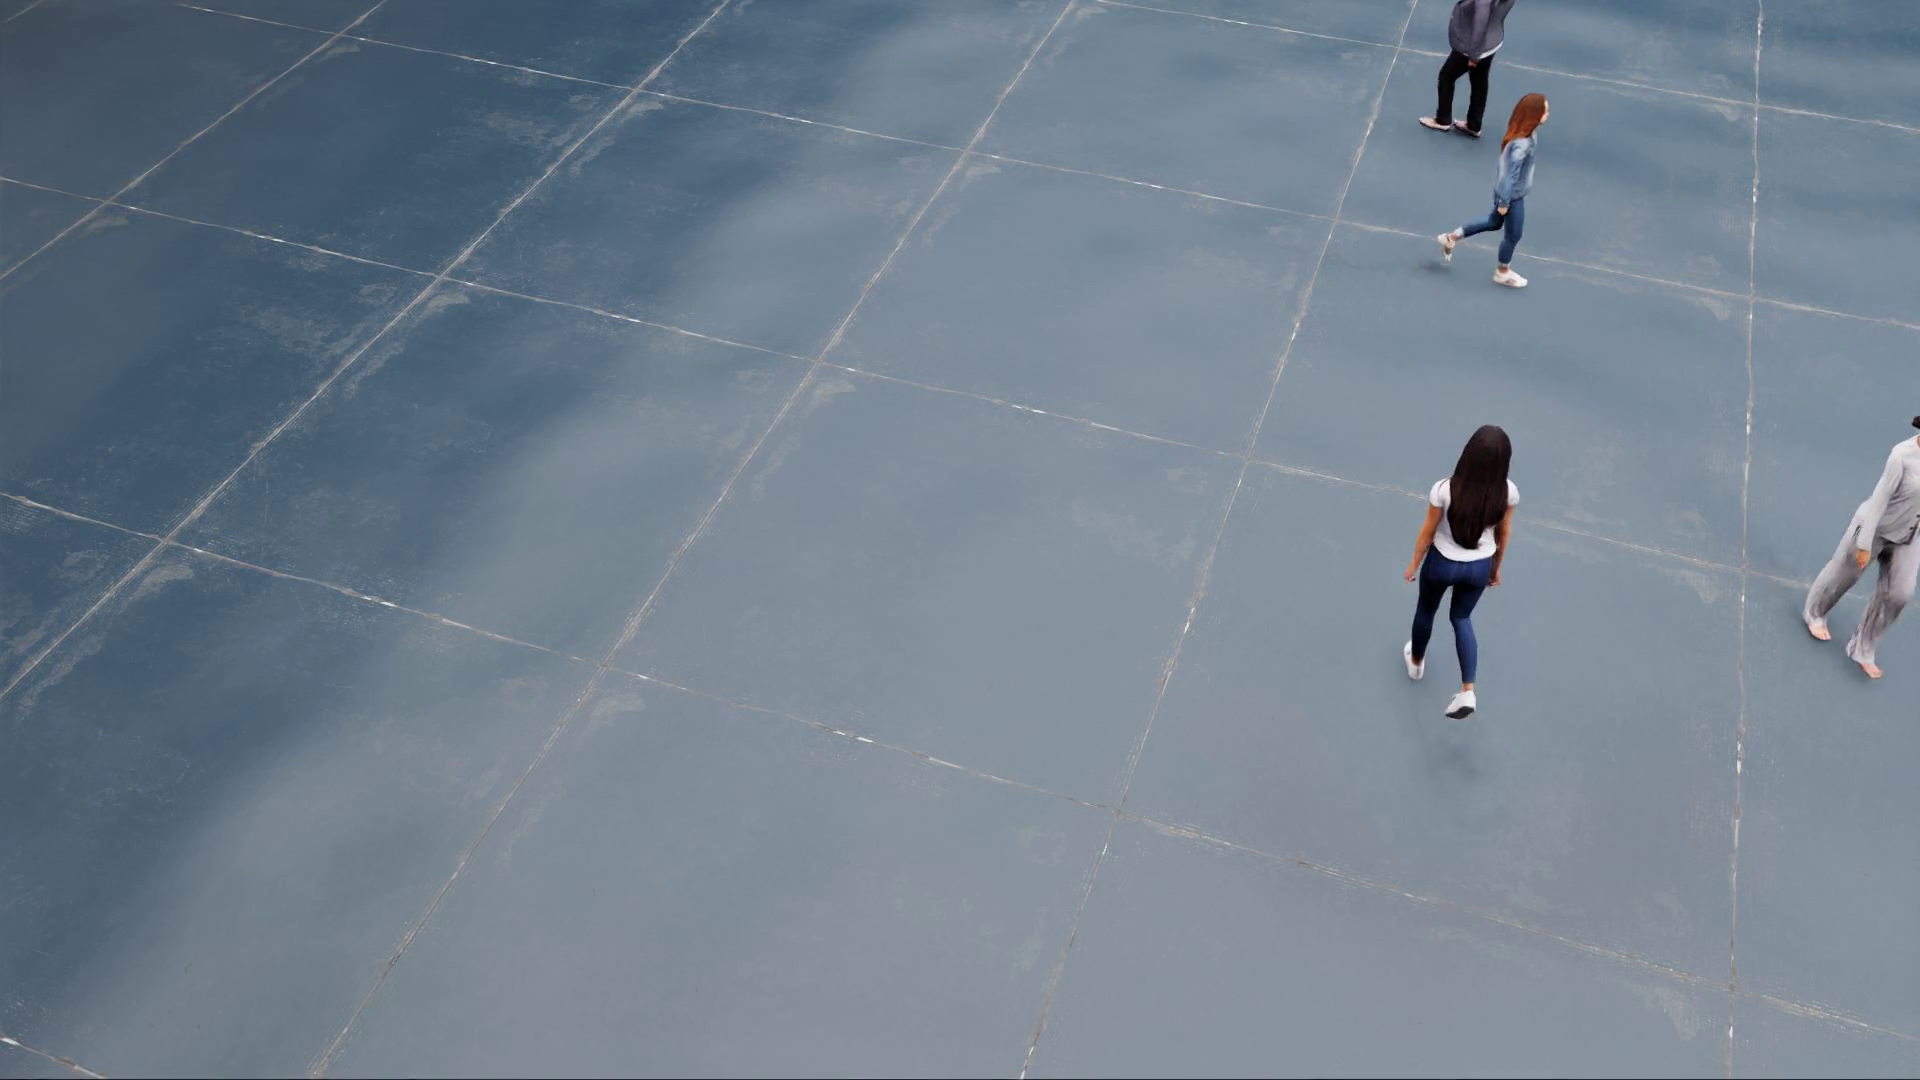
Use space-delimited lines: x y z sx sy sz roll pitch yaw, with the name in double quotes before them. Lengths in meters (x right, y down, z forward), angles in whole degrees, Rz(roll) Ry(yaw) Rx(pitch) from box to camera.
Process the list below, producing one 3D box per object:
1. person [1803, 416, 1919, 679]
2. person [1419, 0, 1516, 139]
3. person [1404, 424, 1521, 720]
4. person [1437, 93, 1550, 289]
"person" 4.919 -0.119 8.917 0.868 1.750 0.880 -5 43 -6
"person" 4.129 -3.873 13.061 0.816 1.581 0.860 -34 53 -31
"person" 2.584 0.222 8.552 0.986 1.750 0.894 -2 43 -2
"person" 3.763 -2.442 11.619 0.907 1.457 0.595 12 44 12
